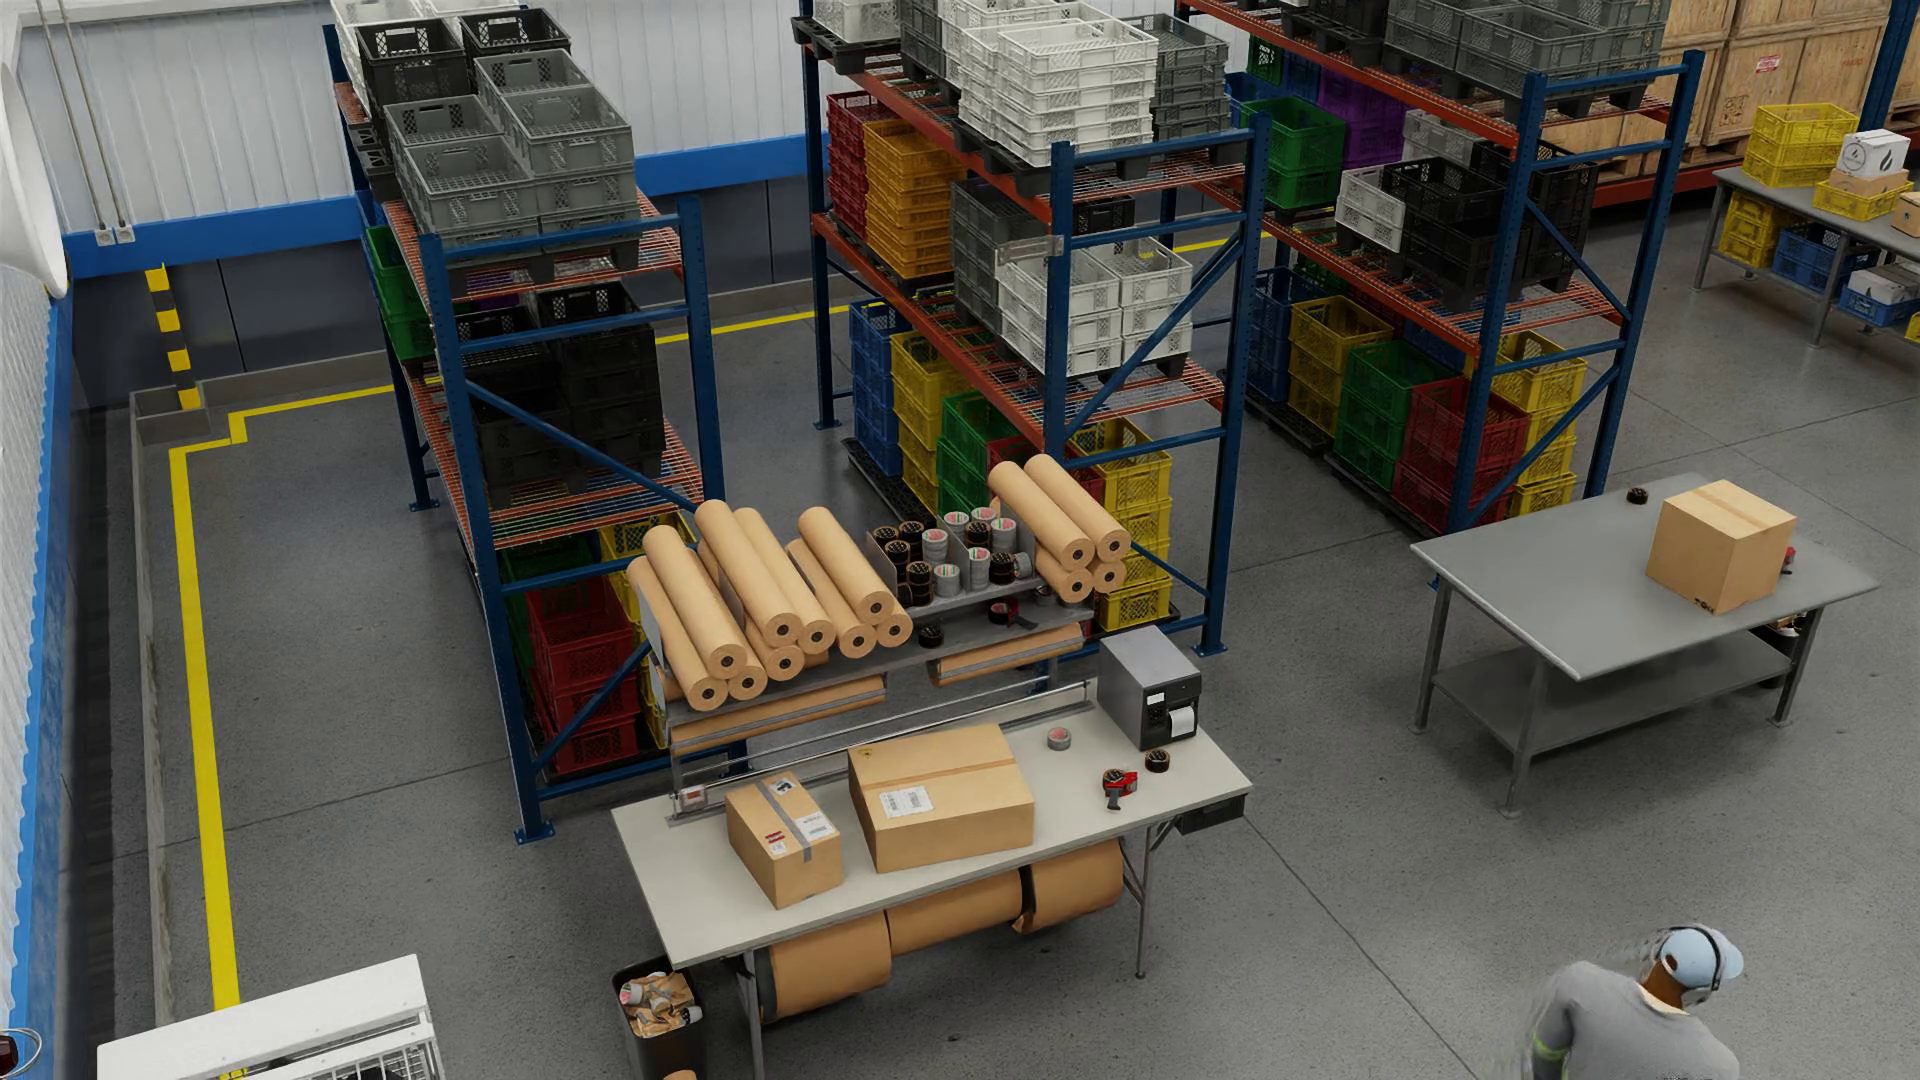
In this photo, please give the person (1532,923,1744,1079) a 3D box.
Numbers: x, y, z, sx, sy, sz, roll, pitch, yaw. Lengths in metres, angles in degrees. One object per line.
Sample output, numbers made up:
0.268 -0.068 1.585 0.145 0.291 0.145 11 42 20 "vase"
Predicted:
2.041 1.958 5.333 0.622 1.802 0.810 22 38 32 "person"
